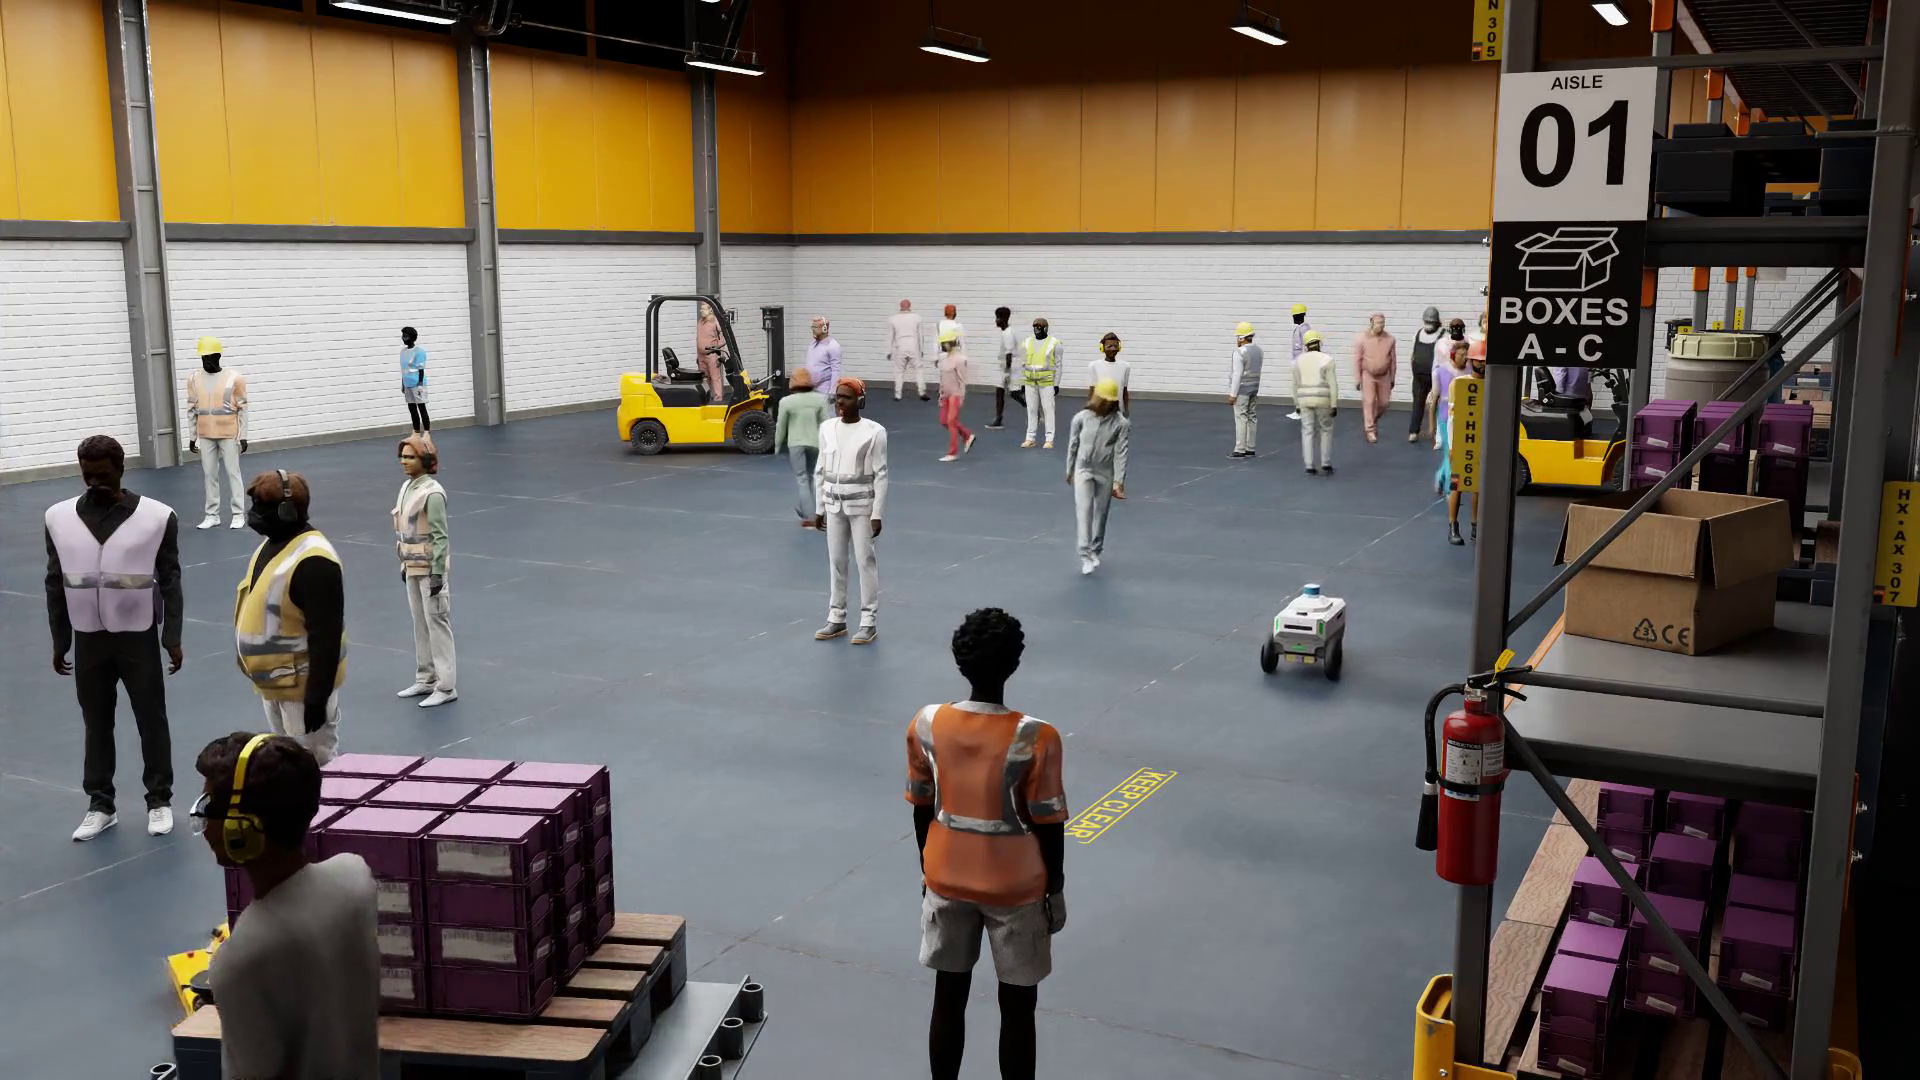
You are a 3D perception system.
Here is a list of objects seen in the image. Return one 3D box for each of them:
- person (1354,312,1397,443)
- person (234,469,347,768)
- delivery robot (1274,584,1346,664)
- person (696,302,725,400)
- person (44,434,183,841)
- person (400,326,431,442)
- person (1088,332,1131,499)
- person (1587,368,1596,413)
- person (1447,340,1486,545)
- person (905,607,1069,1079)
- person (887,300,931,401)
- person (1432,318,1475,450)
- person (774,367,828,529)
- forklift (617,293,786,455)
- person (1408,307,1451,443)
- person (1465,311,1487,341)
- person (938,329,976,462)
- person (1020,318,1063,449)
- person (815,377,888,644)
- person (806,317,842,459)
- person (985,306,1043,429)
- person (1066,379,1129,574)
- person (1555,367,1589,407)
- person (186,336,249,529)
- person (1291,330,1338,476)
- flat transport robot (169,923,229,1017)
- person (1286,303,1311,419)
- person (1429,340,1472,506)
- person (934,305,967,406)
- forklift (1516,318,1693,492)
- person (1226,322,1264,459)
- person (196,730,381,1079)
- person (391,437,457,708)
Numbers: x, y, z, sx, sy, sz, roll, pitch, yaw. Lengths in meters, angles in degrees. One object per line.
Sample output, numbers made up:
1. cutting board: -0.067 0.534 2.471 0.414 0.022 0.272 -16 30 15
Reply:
1. person: 6.058 -2.381 24.308 0.672 1.892 0.684 -2 10 -9
2. person: -2.843 0.615 7.092 0.430 1.845 0.619 -8 13 -39
3. delivery robot: 2.317 0.537 10.990 0.477 0.478 0.707 4 11 24
4. person: -4.381 -3.193 28.945 0.636 1.911 0.404 8 13 40
5. person: -3.969 0.450 7.841 0.588 1.914 0.392 -2 10 -11
6. person: -7.913 -2.246 24.084 0.534 1.692 0.320 8 12 38
7. person: 1.665 -1.378 18.545 0.513 1.872 0.328 -3 10 -16
8. person: 10.128 -2.890 27.089 0.551 1.942 0.340 -3 10 -15
9. person: 4.859 -0.917 15.685 0.543 1.938 0.357 -2 10 -11
10. person: 0.088 1.040 5.044 0.535 1.700 0.318 5 11 27
11. person: -0.940 -3.495 30.791 0.850 1.881 0.543 1 10 5
12. person: 6.888 -2.162 23.168 0.625 1.844 0.429 3 10 19
13. person: -1.620 -0.938 16.764 0.526 1.589 0.818 -5 11 -26
14. forklift: -3.588 -2.317 23.042 2.313 2.155 1.214 -1 10 -5
15. person: 6.899 -2.454 24.279 0.688 2.000 1.005 7 12 37
16. person: 7.517 -2.328 23.878 0.649 1.926 0.647 4 11 22
17. person: -0.044 -1.916 22.014 0.540 1.746 0.527 -6 11 -31
18. person: 1.126 -2.202 23.403 0.627 1.844 0.429 5 11 26
19. person: -0.780 -0.210 11.742 0.575 1.885 0.355 5 11 28
20. person: -1.836 -1.988 21.970 0.407 1.910 0.639 -8 12 -38
21. person: 0.852 -2.691 25.994 0.868 1.934 0.607 -2 10 -9
22. person: 1.182 -0.551 14.298 0.514 1.669 0.868 -1 10 -3
23. person: 7.585 -1.767 20.594 0.635 1.939 0.361 -8 12 -37
24. person: -7.387 -1.062 16.548 0.594 1.925 0.368 0 10 0
25. person: 4.410 -1.706 20.678 0.621 1.790 0.659 5 11 28
26. flat transport robot: -2.198 1.526 6.359 1.431 0.197 0.652 -6 12 -33
27. person: 5.626 -2.956 27.525 0.383 1.924 0.589 1 10 3
28. person: 5.439 -1.317 18.388 0.575 1.814 0.828 -2 10 -10
29. person: -0.175 -3.267 29.592 0.593 1.855 0.855 6 11 30
30. forklift: 7.066 -1.601 18.899 2.313 2.155 1.214 5 11 27
31. person: 3.792 -1.993 22.213 0.404 1.835 0.590 9 13 42
32. person: -1.265 1.265 3.367 0.906 1.836 0.518 3 10 15
33. person: -3.264 0.189 10.132 0.306 1.643 0.523 -8 13 -39
